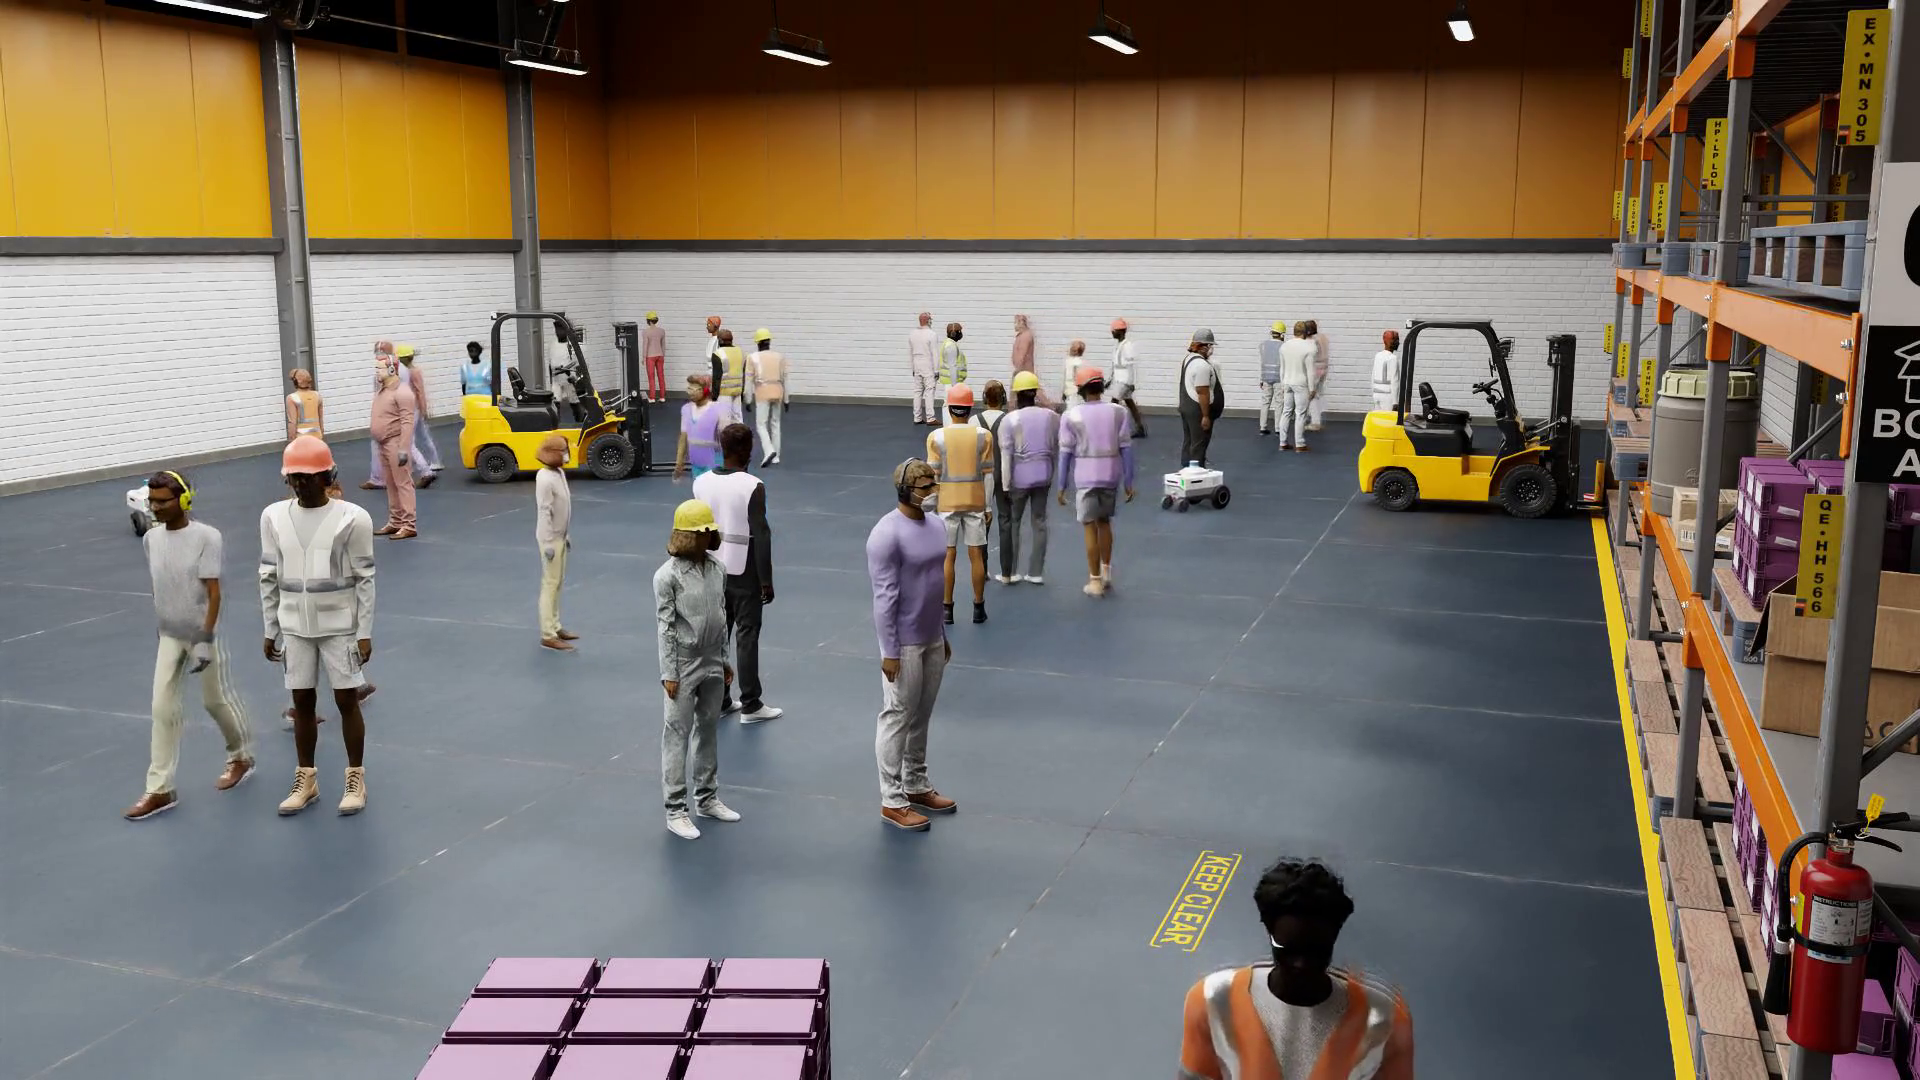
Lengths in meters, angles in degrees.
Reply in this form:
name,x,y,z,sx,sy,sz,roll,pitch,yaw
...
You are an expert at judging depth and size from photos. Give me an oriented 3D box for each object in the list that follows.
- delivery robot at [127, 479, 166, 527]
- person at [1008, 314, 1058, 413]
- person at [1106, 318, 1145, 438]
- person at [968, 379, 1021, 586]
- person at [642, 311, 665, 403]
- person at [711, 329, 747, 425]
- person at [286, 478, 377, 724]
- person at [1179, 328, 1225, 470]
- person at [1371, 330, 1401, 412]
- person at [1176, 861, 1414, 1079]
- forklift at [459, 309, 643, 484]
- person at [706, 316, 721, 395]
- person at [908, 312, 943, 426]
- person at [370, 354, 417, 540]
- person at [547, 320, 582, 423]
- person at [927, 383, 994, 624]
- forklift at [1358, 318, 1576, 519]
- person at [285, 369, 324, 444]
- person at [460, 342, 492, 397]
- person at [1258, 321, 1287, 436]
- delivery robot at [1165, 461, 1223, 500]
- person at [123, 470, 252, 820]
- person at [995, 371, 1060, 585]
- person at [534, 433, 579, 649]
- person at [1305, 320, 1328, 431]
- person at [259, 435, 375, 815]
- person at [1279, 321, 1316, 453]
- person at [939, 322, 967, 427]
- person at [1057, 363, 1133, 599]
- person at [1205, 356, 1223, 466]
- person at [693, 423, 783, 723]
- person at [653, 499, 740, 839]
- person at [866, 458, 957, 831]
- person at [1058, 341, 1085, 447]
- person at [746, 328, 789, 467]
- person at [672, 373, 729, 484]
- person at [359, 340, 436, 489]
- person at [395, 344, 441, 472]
name,x,y,z,sx,sy,sz,roll,pitch,yaw
delivery robot,-8.541,-0.399,17.587,0.477,0.478,0.707,-9,13,-41
person,1.190,-2.949,28.558,0.978,1.864,0.624,-1,10,-7
person,2.460,-2.512,25.999,1.001,1.878,0.567,-1,10,-7
person,0.318,-0.510,14.845,0.506,1.847,0.345,3,11,19
person,-5.881,-3.504,31.920,0.304,1.772,0.529,9,14,42
person,-3.326,-2.088,23.748,0.429,1.839,0.633,7,13,36
person,-4.098,0.356,10.713,0.530,1.581,0.879,3,11,17
person,2.929,-1.549,20.143,0.536,2.000,0.680,-2,10,-10
person,5.792,-1.907,22.599,0.337,1.882,0.585,-3,10,-14
person,0.750,1.535,3.765,0.550,1.678,0.500,2,10,11
forklift,-5.354,-1.902,21.697,2.313,2.155,1.214,-2,10,-13
person,-3.947,-2.695,27.038,0.337,1.882,0.583,-5,11,-26
person,-0.561,-2.880,28.002,0.650,1.913,0.409,9,14,42
person,-5.881,-0.963,17.217,0.406,1.911,0.639,-9,13,-41
person,-6.060,-2.419,25.397,0.635,1.907,1.015,3,10,16
person,0.002,-0.286,13.320,0.542,1.939,0.359,-1,10,-6
forklift,5.787,-1.437,19.079,2.313,2.155,1.214,3,11,19
person,-7.421,-1.124,18.879,0.311,1.638,0.523,4,11,24
person,-6.914,-2.028,23.930,0.541,1.650,0.874,0,10,-1
person,5.021,-2.556,26.438,0.596,1.826,0.403,8,13,38
delivery robot,2.686,-0.670,19.110,0.707,0.478,0.477,-8,13,-37
person,-4.203,0.534,9.023,0.514,1.830,0.852,2,10,11
person,0.604,-0.545,14.838,0.607,1.917,0.459,-4,11,-22
person,-3.063,-0.002,12.574,0.263,1.632,0.507,0,10,-1
person,5.782,-2.686,27.223,0.444,1.809,0.707,6,12,33
person,-3.412,0.456,8.844,0.608,2.044,0.371,0,10,0
person,4.945,-2.246,24.394,0.370,1.930,0.627,-8,13,-39
person,-0.104,-2.427,25.649,0.430,1.844,0.624,-1,10,-6
person,1.155,-0.520,14.397,0.624,2.012,0.625,-3,10,-15
person,3.355,-1.967,23.192,0.602,1.799,0.902,-3,10,-16
person,-1.434,0.225,10.583,0.587,1.890,0.392,7,12,34
person,-1.351,0.651,8.591,0.297,1.744,0.487,7,12,33
person,-0.240,0.531,8.720,0.372,1.940,0.630,5,11,27
person,1.742,-2.185,24.974,0.837,1.593,0.518,-5,11,-24
person,-2.612,-1.955,22.853,0.614,1.899,0.718,-4,11,-23
person,-2.437,-0.685,15.895,0.607,1.822,0.486,9,14,42
person,-6.994,-1.544,20.596,0.923,1.864,0.623,3,10,15
person,-7.321,-1.723,22.010,0.894,1.713,0.548,-8,13,-37
